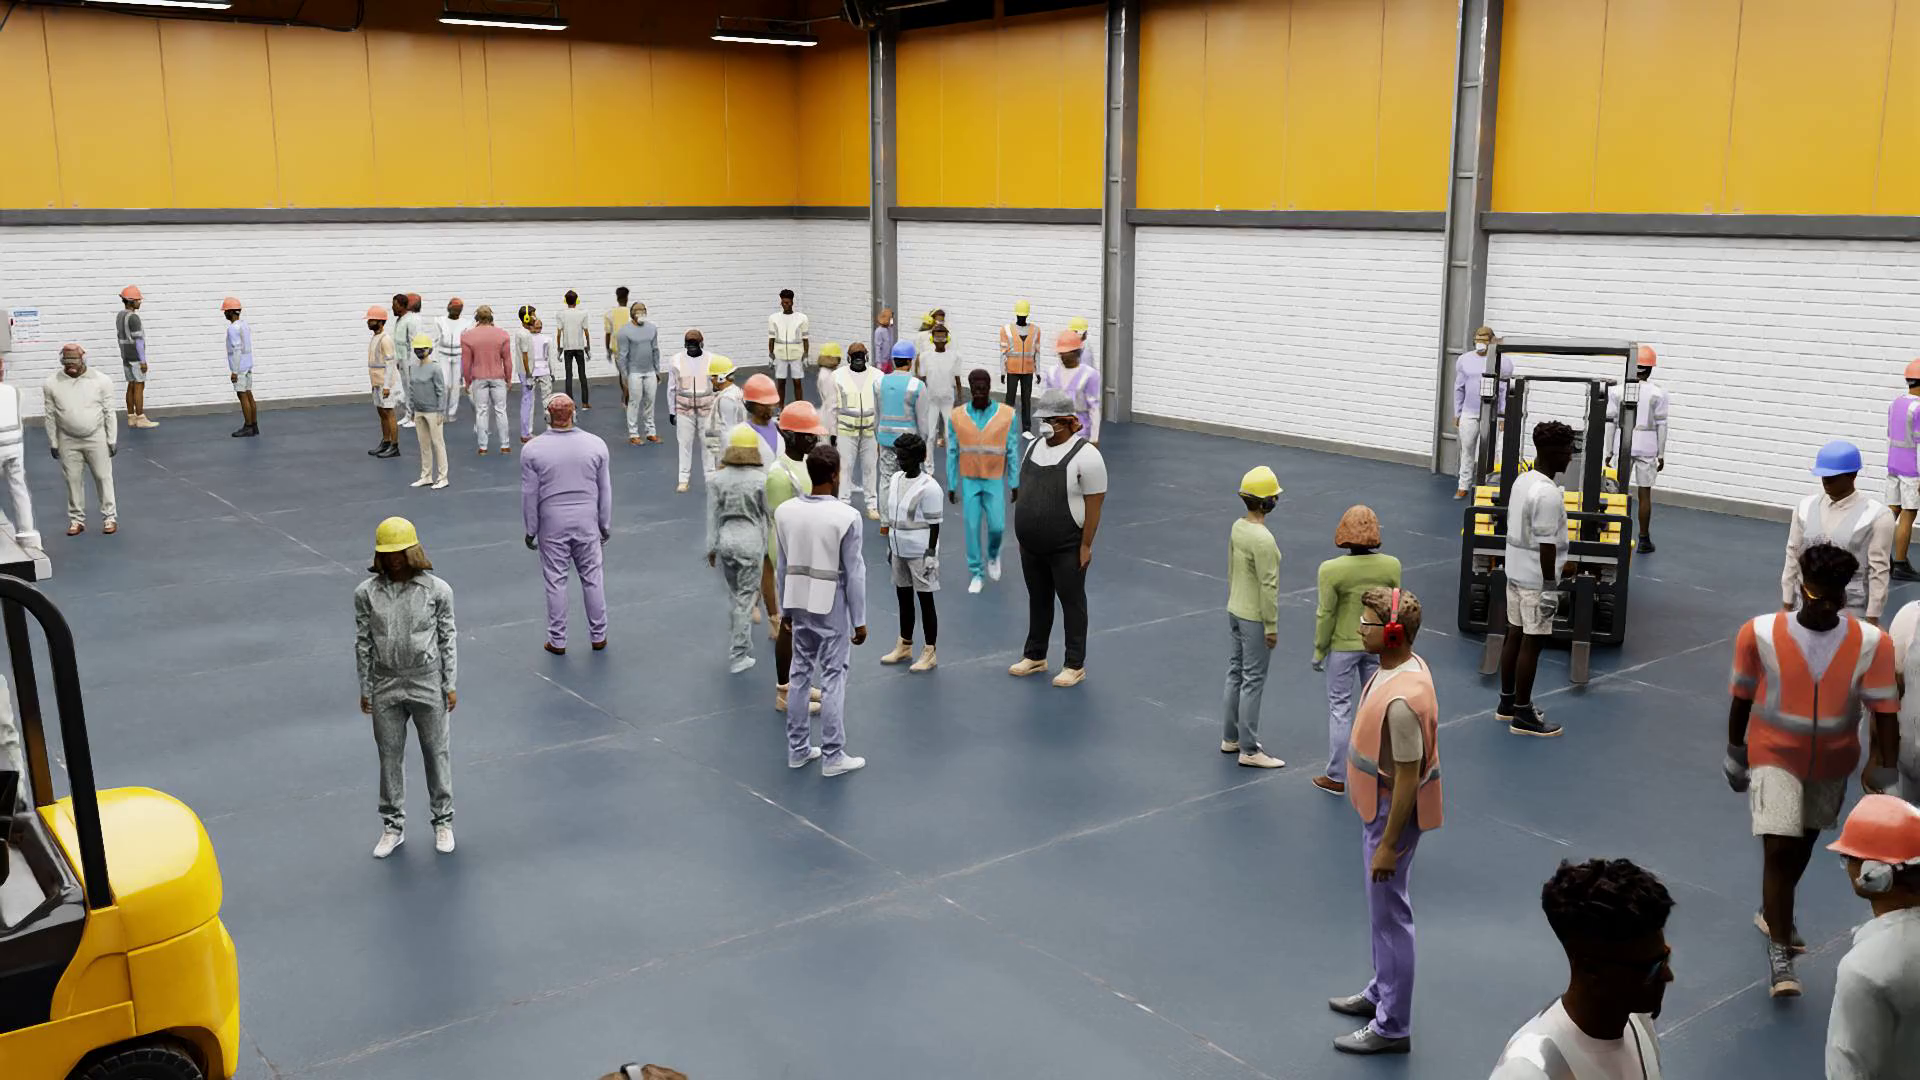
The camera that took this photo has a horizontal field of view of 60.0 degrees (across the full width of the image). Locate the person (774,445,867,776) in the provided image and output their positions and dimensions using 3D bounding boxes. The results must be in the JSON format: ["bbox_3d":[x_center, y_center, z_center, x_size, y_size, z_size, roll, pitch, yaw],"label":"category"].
[{"bbox_3d":[-0.811,0.408,9.594,0.591,1.911,0.399,7,14,32],"label":"person"}]

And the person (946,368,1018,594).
[{"bbox_3d":[0.185,-0.505,14.016,0.613,1.899,0.463,1,12,6],"label":"person"}]

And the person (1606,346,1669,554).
[{"bbox_3d":[6.318,-0.842,15.550,0.542,1.939,0.368,8,14,33],"label":"person"}]

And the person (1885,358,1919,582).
[{"bbox_3d":[8.255,-0.615,14.448,0.349,1.942,0.545,0,12,-1],"label":"person"}]

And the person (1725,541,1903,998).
[{"bbox_3d":[3.575,0.947,6.978,0.636,1.895,1.030,3,12,15],"label":"person"}]

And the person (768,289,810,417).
[{"bbox_3d":[-2.527,-2.717,24.533,0.614,1.964,0.361,1,12,3],"label":"person"}]

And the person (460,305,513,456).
[{"bbox_3d":[-6.058,-2.043,21.347,0.627,1.940,0.371,-3,12,-16],"label":"person"}]

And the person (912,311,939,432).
[{"bbox_3d":[-0.412,-2.360,23.420,0.505,1.723,0.436,-11,16,-42],"label":"person"}]

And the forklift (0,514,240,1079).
[{"bbox_3d":[-3.687,1.115,5.480,2.313,2.155,1.214,-9,15,-36],"label":"forklift"}]

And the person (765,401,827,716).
[{"bbox_3d":[-1.029,0.116,10.705,0.394,2.036,0.603,2,12,11],"label":"person"}]

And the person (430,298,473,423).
[{"bbox_3d":[-7.447,-2.630,24.410,0.612,1.844,0.634,-4,12,-19],"label":"person"}]

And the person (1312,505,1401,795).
[{"bbox_3d":[2.199,0.613,9.262,0.498,1.633,0.285,-3,12,-14],"label":"person"}]

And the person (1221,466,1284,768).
[{"bbox_3d":[1.729,0.446,9.741,0.296,1.772,0.533,-3,12,-12],"label":"person"}]

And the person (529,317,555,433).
[{"bbox_3d":[-5.956,-2.316,23.424,0.514,1.630,0.318,-2,12,-8],"label":"person"}]

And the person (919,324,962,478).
[{"bbox_3d":[-0.221,-1.571,19.270,0.514,1.861,0.321,0,12,0],"label":"person"}]

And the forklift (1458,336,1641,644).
[{"bbox_3d":[4.683,-0.471,13.136,1.214,2.155,2.313,4,12,20],"label":"forklift"}]

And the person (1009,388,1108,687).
[{"bbox_3d":[0.623,-0.023,11.347,0.673,2.000,0.535,11,16,43],"label":"person"}]

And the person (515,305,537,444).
[{"bbox_3d":[-5.830,-2.227,22.435,0.327,1.862,0.510,-4,12,-17],"label":"person"}]

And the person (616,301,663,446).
[{"bbox_3d":[-4.287,-2.226,22.273,0.382,1.928,0.635,11,16,42],"label":"person"}]

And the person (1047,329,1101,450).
[{"bbox_3d":[1.086,-1.048,16.340,0.623,2.035,0.404,9,15,37],"label":"person"}]

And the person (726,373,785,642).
[{"bbox_3d":[-1.445,-0.247,12.466,0.745,2.022,0.644,10,16,41],"label":"person"}]

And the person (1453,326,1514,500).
[{"bbox_3d":[5.683,-1.370,18.137,0.625,1.931,0.379,9,14,36],"label":"person"}]

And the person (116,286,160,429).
[{"bbox_3d":[-11.830,-2.621,23.890,0.616,2.040,0.382,10,16,41],"label":"person"}]

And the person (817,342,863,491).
[{"bbox_3d":[-1.483,-1.361,18.635,0.646,1.741,0.489,1,12,4],"label":"person"}]

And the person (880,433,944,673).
[{"bbox_3d":[-0.335,0.083,11.680,0.319,1.694,0.532,-10,15,-41],"label":"person"}]

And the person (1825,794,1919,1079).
[{"bbox_3d":[2.534,1.550,4.488,0.590,1.732,0.534,-9,15,-36],"label":"person"}]

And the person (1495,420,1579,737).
[{"bbox_3d":[3.580,0.226,10.327,0.365,1.962,0.613,0,12,1],"label":"person"}]

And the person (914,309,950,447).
[{"bbox_3d":[-0.361,-2.135,22.033,0.544,1.843,0.362,-6,13,-26],"label":"person"}]

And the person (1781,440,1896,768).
[{"bbox_3d":[5.069,0.377,9.683,0.425,1.936,0.615,-7,14,-31],"label":"person"}]

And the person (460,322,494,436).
[{"bbox_3d":[-6.703,-2.273,23.241,0.577,1.611,0.469,-6,13,-27],"label":"person"}]

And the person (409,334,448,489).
[{"bbox_3d":[-6.085,-1.463,18.964,0.532,1.770,0.306,7,14,30],"label":"person"}]

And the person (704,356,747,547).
[{"bbox_3d":[-2.225,-0.846,15.876,0.403,1.817,0.601,0,12,-2],"label":"person"}]

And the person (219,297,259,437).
[{"bbox_3d":[-10.003,-2.393,23.042,0.374,1.935,0.552,-1,12,-5],"label":"person"}]

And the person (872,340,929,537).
[{"bbox_3d":[-0.567,-0.965,16.160,0.601,1.939,0.410,6,13,26],"label":"person"}]

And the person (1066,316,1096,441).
[{"bbox_3d":[1.500,-1.886,20.856,0.404,1.827,0.599,0,12,-1],"label":"person"}]

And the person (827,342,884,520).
[{"bbox_3d":[-1.045,-1.113,17.097,0.629,1.843,0.429,-3,12,-12],"label":"person"}]

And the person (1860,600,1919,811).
[{"bbox_3d":[4.060,0.915,6.816,0.804,2.000,0.706,-9,15,-36],"label":"person"}]

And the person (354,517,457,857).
[{"bbox_3d":[-2.785,0.740,8.386,0.493,1.743,0.295,-2,12,-9],"label":"person"}]

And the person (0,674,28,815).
[{"bbox_3d":[-4.254,1.090,7.028,0.715,1.598,0.517,8,14,34],"label":"person"}]

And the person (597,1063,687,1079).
[{"bbox_3d":[-0.536,1.799,3.022,0.329,1.844,0.515,-8,14,-33],"label":"person"}]

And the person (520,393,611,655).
[{"bbox_3d":[-2.865,-0.118,12.124,0.642,1.912,0.399,-5,13,-22],"label":"person"}]

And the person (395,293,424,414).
[{"bbox_3d":[-8.312,-2.791,25.128,0.567,1.871,0.597,-9,15,-37],"label":"person"}]

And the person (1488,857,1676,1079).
[{"bbox_3d":[1.329,1.620,3.594,0.367,1.966,0.605,10,15,39],"label":"person"}]

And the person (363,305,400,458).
[{"bbox_3d":[-7.390,-2.019,21.227,0.347,1.943,0.544,-9,15,-37],"label":"person"}]

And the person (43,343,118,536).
[{"bbox_3d":[-8.626,-0.986,16.358,0.639,1.900,0.396,-4,12,-18],"label":"person"}]

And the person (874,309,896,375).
[{"bbox_3d":[-1.116,-2.673,25.158,0.298,1.626,0.498,5,13,25],"label":"person"}]

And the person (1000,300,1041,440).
[{"bbox_3d":[0.832,-2.319,22.734,0.585,1.917,0.381,-3,12,-13],"label":"person"}]

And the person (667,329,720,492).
[{"bbox_3d":[-2.971,-1.449,18.723,0.632,1.840,0.429,-1,12,-5],"label":"person"}]

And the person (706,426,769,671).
[{"bbox_3d":[-1.494,0.041,11.823,0.492,1.722,0.670,4,12,19],"label":"person"}]

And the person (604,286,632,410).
[{"bbox_3d":[-5.269,-3.019,26.128,0.606,1.922,1.009,1,12,6],"label":"person"}]

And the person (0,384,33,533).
[{"bbox_3d":[-9.006,-0.804,15.531,0.662,1.861,0.592,4,12,20],"label":"person"}]

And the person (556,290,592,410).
[{"bbox_3d":[-6.024,-2.952,25.932,0.533,1.859,0.310,-3,12,-13],"label":"person"}]

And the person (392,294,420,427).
[{"bbox_3d":[-7.991,-2.582,24.061,0.399,1.896,0.589,-8,14,-35],"label":"person"}]

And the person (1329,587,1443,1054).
[{"bbox_3d":[1.676,1.084,6.470,0.382,1.845,0.571,2,12,10],"label":"person"}]
